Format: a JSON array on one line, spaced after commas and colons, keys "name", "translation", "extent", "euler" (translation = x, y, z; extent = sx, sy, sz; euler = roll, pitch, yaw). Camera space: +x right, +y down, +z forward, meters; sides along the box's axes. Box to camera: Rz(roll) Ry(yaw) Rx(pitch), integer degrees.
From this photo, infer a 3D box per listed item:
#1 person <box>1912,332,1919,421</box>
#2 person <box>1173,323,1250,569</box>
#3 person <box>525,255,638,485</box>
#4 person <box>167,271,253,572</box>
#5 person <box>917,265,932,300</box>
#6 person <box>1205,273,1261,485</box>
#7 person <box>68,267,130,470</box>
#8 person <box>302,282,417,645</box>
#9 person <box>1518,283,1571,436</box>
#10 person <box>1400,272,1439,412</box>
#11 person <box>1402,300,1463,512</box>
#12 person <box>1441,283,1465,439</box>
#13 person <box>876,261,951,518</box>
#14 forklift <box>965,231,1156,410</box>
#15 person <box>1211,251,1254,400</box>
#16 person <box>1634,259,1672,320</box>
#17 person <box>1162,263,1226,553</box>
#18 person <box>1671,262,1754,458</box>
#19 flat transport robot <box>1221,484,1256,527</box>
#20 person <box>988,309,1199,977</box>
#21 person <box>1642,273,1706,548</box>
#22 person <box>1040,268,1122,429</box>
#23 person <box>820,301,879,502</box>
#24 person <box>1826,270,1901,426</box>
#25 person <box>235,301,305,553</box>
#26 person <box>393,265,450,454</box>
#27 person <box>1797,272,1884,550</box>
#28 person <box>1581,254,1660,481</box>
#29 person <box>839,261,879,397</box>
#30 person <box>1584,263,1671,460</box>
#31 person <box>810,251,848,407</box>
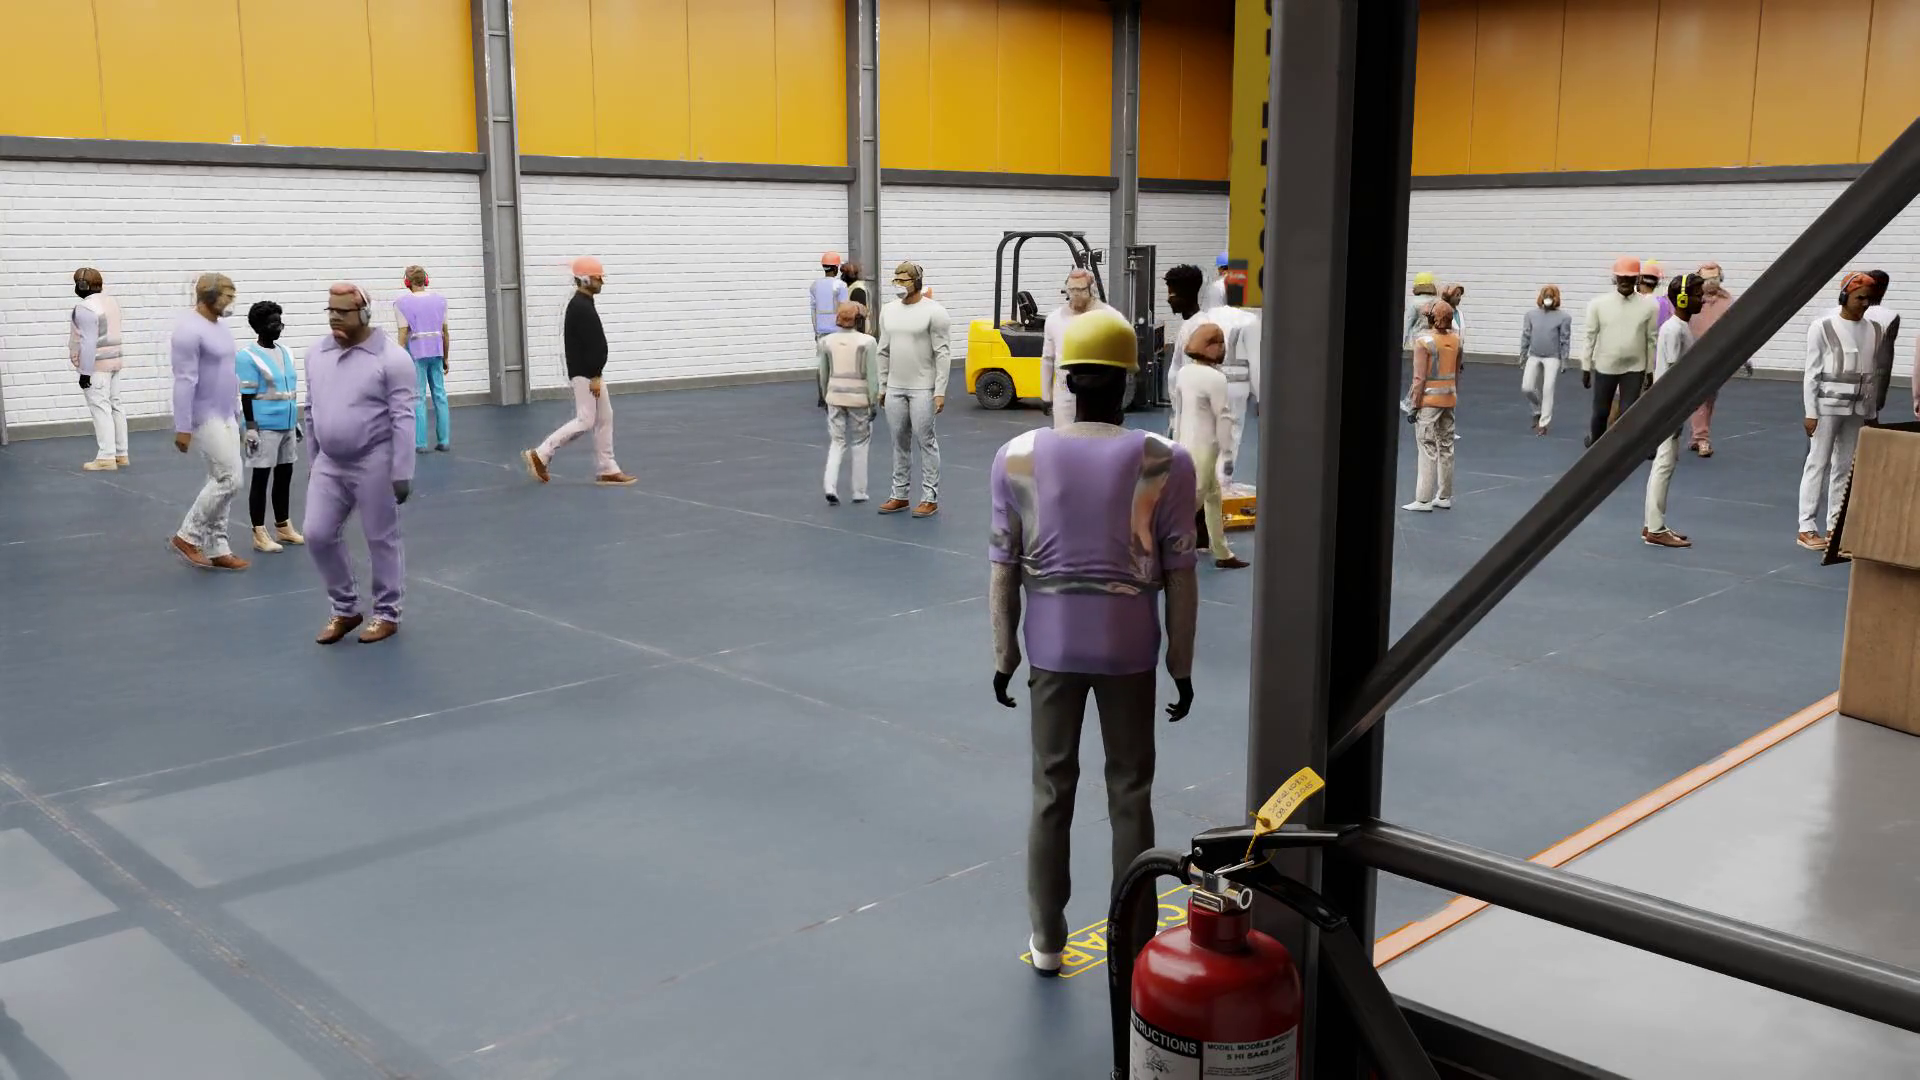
[{"name": "person", "translation": [7.508, -1.054, 12.633], "extent": [0.304, 1.772, 0.525], "euler": [-9, 14, -41]}, {"name": "person", "translation": [1.478, -0.563, 10.424], "extent": [0.823, 1.598, 0.512], "euler": [-4, 11, -20]}, {"name": "person", "translation": [-3.222, -1.415, 14.062], "extent": [0.835, 1.973, 0.617], "euler": [-1, 10, -5]}, {"name": "person", "translation": [-4.700, -0.731, 10.496], "extent": [0.426, 1.906, 0.676], "euler": [0, 10, -2]}, {"name": "person", "translation": [-0.652, -3.223, 24.682], "extent": [0.532, 1.692, 0.320], "euler": [4, 11, 20]}, {"name": "person", "translation": [2.136, -1.135, 12.812], "extent": [0.599, 1.861, 0.602], "euler": [-7, 13, -34]}, {"name": "person", "translation": [-7.884, -1.560, 15.197], "extent": [0.429, 1.841, 0.634], "euler": [0, 10, -2]}, {"name": "person", "translation": [-3.150, -0.381, 8.619], "extent": [0.684, 1.887, 0.557], "euler": [3, 11, 13]}, {"name": "person", "translation": [6.256, -1.933, 17.791], "extent": [0.529, 1.619, 0.372], "euler": [7, 12, 33]}, {"name": "person", "translation": [5.433, -2.309, 19.676], "extent": [0.492, 1.696, 0.878], "euler": [-6, 12, -31]}, {"name": "person", "translation": [3.669, -1.031, 12.860], "extent": [0.514, 1.641, 0.308], "euler": [-8, 13, -36]}, {"name": "person", "translation": [5.070, -1.848, 17.319], "extent": [0.523, 1.638, 0.310], "euler": [-9, 14, -41]}, {"name": "person", "translation": [-0.366, -1.140, 12.637], "extent": [0.635, 1.937, 0.353], "euler": [7, 12, 33]}, {"name": "forklift", "translation": [1.222, -2.721, 20.561], "extent": [2.313, 2.155, 1.214], "euler": [2, 11, 13]}, {"name": "person", "translation": [3.438, -2.721, 21.325], "extent": [0.622, 1.948, 0.653], "euler": [-7, 12, -32]}, {"name": "person", "translation": [8.937, -2.730, 21.633], "extent": [0.594, 1.824, 0.403], "euler": [2, 11, 12]}, {"name": "person", "translation": [1.536, -0.863, 11.104], "extent": [0.425, 1.938, 0.596], "euler": [1, 10, 4]}, {"name": "person", "translation": [7.244, -1.730, 16.028], "extent": [0.787, 1.860, 0.849], "euler": [1, 10, 3]}, {"name": "flat transport robot", "translation": [1.894, -0.313, 12.678], "extent": [0.652, 0.197, 1.431], "euler": [-4, 11, -22]}, {"name": "person", "translation": [0.383, 0.308, 4.780], "extent": [0.594, 1.922, 0.385], "euler": [2, 11, 11]}, {"name": "person", "translation": [4.934, -0.892, 11.470], "extent": [0.328, 1.874, 0.517], "euler": [4, 11, 21]}, {"name": "person", "translation": [0.933, -1.134, 12.739], "extent": [0.669, 1.885, 0.483], "euler": [4, 11, 22]}, {"name": "person", "translation": [-0.880, -1.083, 13.186], "extent": [0.539, 1.623, 0.460], "euler": [4, 11, 19]}, {"name": "person", "translation": [7.333, -1.287, 13.684], "extent": [1.032, 1.859, 0.643], "euler": [-8, 13, -36]}, {"name": "person", "translation": [-4.659, -0.769, 11.273], "extent": [0.316, 1.697, 0.542], "euler": [3, 11, 16]}, {"name": "person", "translation": [-5.251, -1.758, 16.289], "extent": [0.389, 1.836, 0.563], "euler": [10, 14, 42]}, {"name": "person", "translation": [6.005, -0.872, 11.329], "extent": [0.573, 1.884, 0.356], "euler": [-3, 11, -14]}, {"name": "person", "translation": [5.822, -1.534, 14.701], "extent": [0.632, 1.976, 0.738], "euler": [3, 11, 17]}, {"name": "person", "translation": [-1.302, -2.692, 21.503], "extent": [0.856, 1.811, 0.664], "euler": [-2, 11, -11]}, {"name": "person", "translation": [6.530, -1.714, 15.985], "extent": [0.574, 1.865, 0.972], "euler": [-5, 12, -26]}, {"name": "person", "translation": [-1.592, -2.612, 20.670], "extent": [0.545, 1.938, 0.355], "euler": [5, 12, 27]}]
